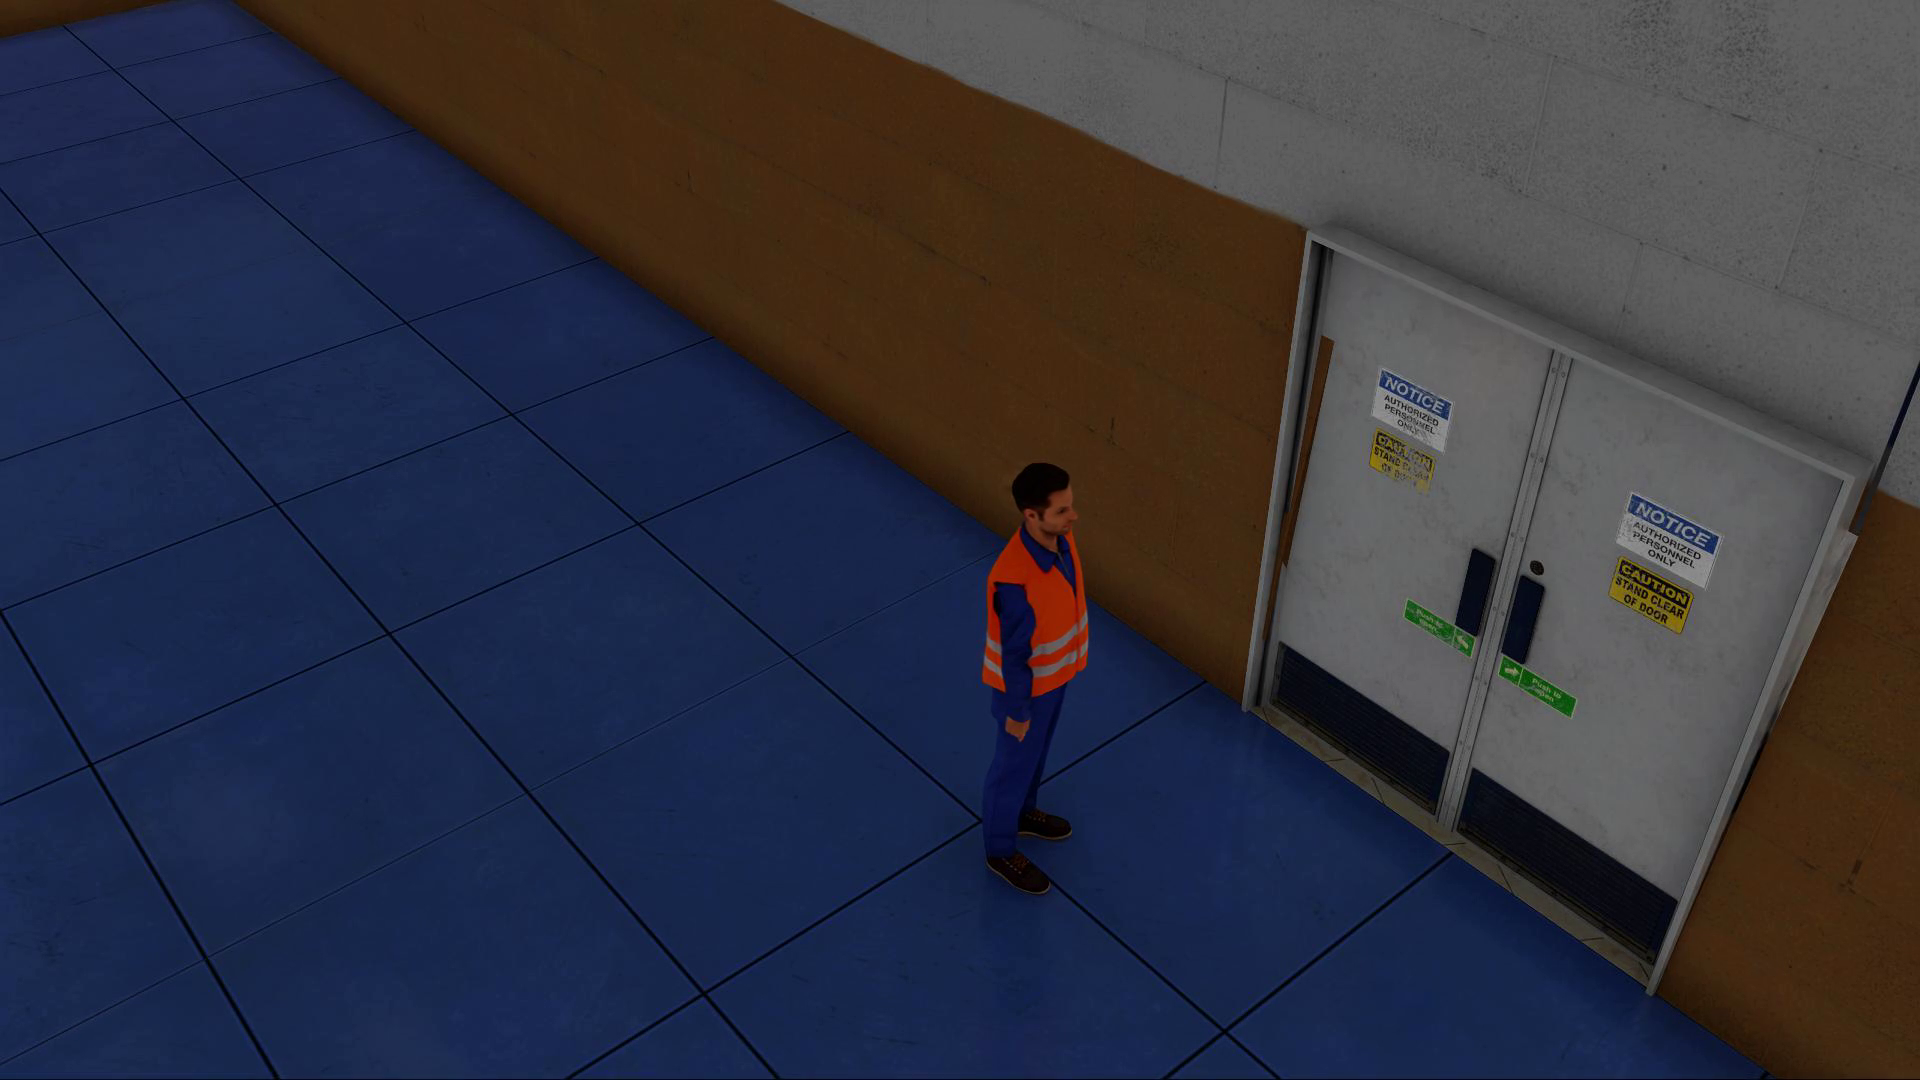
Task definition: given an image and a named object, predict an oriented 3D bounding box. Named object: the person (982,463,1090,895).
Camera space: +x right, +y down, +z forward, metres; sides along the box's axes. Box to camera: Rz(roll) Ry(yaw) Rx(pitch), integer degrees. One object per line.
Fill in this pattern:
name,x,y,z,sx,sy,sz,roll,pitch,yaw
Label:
person,0.264,0.487,6.073,0.852,1.862,0.727,13,39,17
